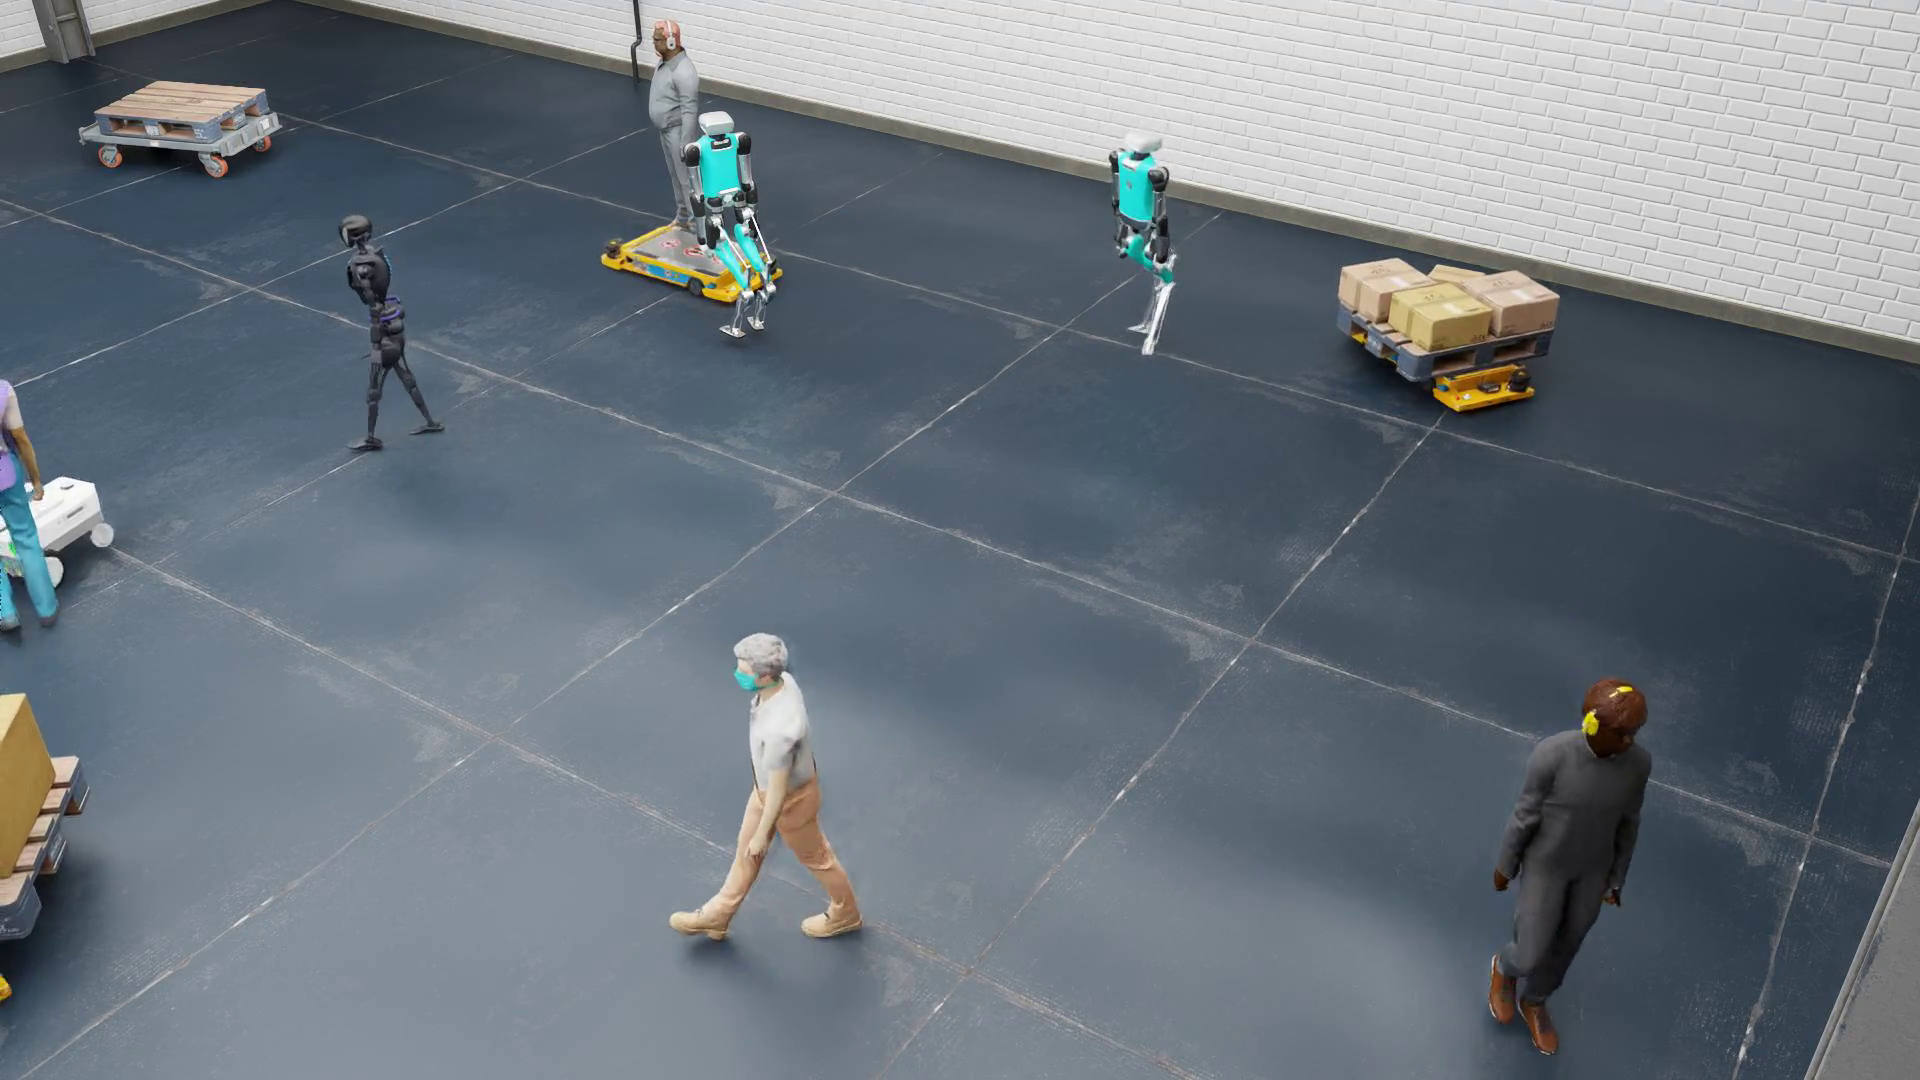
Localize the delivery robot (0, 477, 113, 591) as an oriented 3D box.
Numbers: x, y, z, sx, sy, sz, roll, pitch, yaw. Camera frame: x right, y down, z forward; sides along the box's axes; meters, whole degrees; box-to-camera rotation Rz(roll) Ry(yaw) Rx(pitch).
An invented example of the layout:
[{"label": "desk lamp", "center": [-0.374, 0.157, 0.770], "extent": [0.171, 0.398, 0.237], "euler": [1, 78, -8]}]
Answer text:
[{"label": "delivery robot", "center": [-5.572, -0.066, 10.084], "extent": [0.499, 0.583, 0.774], "euler": [11, 34, 17]}]

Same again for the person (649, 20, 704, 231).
[{"label": "person", "center": [-2.412, -3.443, 14.101], "extent": [0.412, 1.908, 0.640], "euler": [-15, 36, -22]}]

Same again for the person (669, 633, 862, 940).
[{"label": "person", "center": [-0.855, 1.117, 7.189], "extent": [0.889, 1.698, 0.509], "euler": [-8, 34, -12]}]

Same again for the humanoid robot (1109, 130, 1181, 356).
[{"label": "humanoid robot", "center": [1.483, -2.242, 12.383], "extent": [0.856, 1.770, 0.600], "euler": [-24, 40, -32]}]

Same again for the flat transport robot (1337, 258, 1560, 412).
[{"label": "flat transport robot", "center": [3.574, -1.388, 12.416], "extent": [0.659, 0.231, 1.431], "euler": [-12, 35, -18]}]

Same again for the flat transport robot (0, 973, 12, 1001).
[{"label": "flat transport robot", "center": [-4.882, 2.085, 7.012], "extent": [0.659, 0.231, 1.431], "euler": [28, 42, 36]}]

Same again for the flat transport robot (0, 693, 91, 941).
[{"label": "flat transport robot", "center": [-4.767, 1.636, 7.710], "extent": [0.659, 0.231, 1.431], "euler": [-5, 33, -7]}]

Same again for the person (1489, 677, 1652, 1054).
[{"label": "person", "center": [2.450, 1.336, 6.705], "extent": [0.530, 1.851, 0.427], "euler": [-2, 33, -3]}]

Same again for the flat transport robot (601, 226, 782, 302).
[{"label": "flat transport robot", "center": [-2.246, -2.323, 13.871], "extent": [1.431, 0.231, 0.659], "euler": [20, 38, 28]}]

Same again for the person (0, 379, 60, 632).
[{"label": "person", "center": [-5.441, -0.294, 9.286], "extent": [0.586, 1.812, 0.506], "euler": [-16, 36, -23]}]

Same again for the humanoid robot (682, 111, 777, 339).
[{"label": "humanoid robot", "center": [-1.634, -2.276, 12.316], "extent": [0.533, 1.677, 0.735], "euler": [-20, 38, -28]}]

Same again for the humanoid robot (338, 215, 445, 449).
[{"label": "humanoid robot", "center": [-3.930, -1.400, 11.147], "extent": [0.656, 1.634, 0.611], "euler": [-8, 34, -12]}]
